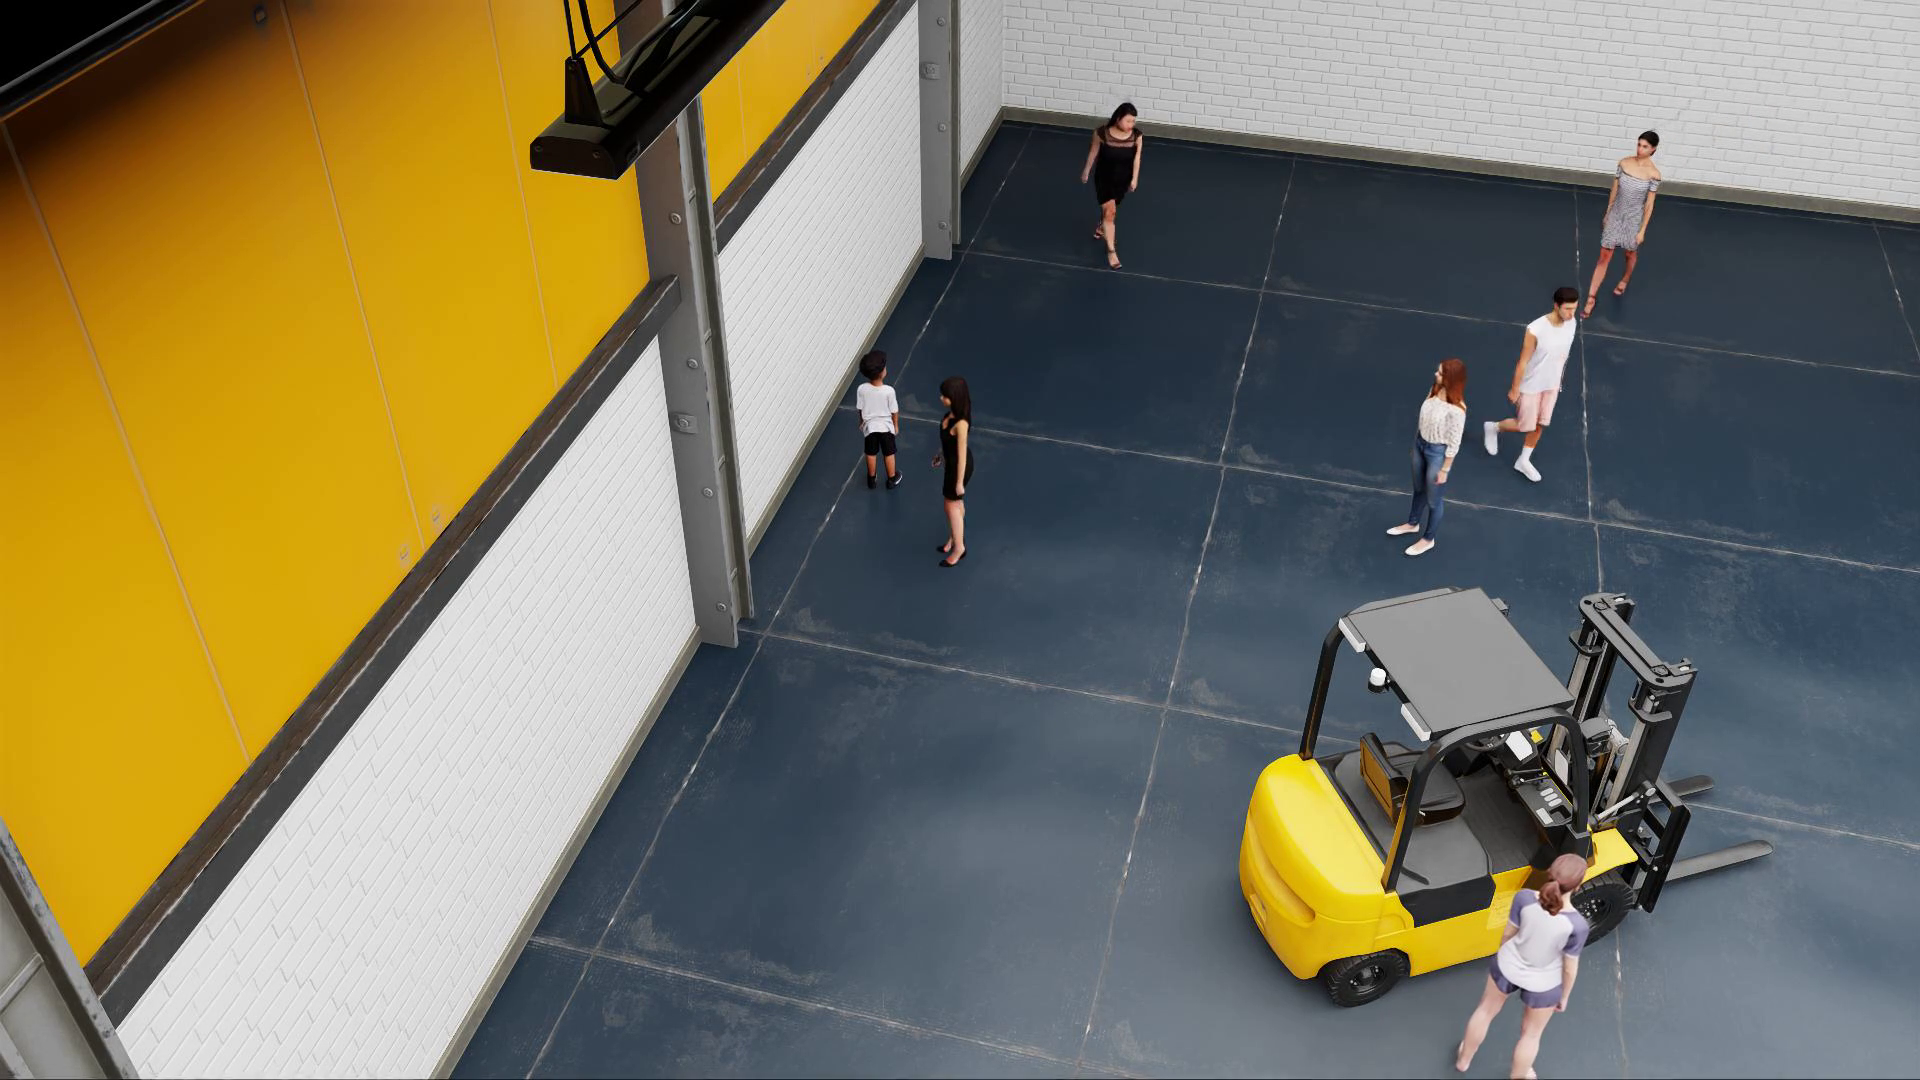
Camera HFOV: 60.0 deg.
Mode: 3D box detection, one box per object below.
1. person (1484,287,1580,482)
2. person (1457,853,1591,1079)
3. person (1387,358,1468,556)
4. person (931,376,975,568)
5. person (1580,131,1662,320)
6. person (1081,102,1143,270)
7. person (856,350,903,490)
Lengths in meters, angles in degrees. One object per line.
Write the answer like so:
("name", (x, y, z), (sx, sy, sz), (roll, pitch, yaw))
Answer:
("person", (4.637, -1.328, 13.468), (0.914, 1.767, 0.998), (-15, 41, -18))
("person", (3.038, 2.322, 8.903), (0.680, 1.759, 0.666), (26, 45, 28))
("person", (3.620, -0.661, 12.664), (0.712, 1.728, 0.609), (-11, 40, -13))
("person", (0.019, -0.545, 12.585), (0.705, 1.645, 0.578), (-4, 39, -5))
("person", (6.261, -2.959, 15.503), (0.938, 1.776, 1.141), (32, 48, 33))
("person", (1.457, -3.540, 16.328), (0.989, 1.654, 1.184), (-3, 39, -4))
("person", (-0.658, -0.952, 13.405), (0.499, 1.258, 0.510), (6, 39, 8))
